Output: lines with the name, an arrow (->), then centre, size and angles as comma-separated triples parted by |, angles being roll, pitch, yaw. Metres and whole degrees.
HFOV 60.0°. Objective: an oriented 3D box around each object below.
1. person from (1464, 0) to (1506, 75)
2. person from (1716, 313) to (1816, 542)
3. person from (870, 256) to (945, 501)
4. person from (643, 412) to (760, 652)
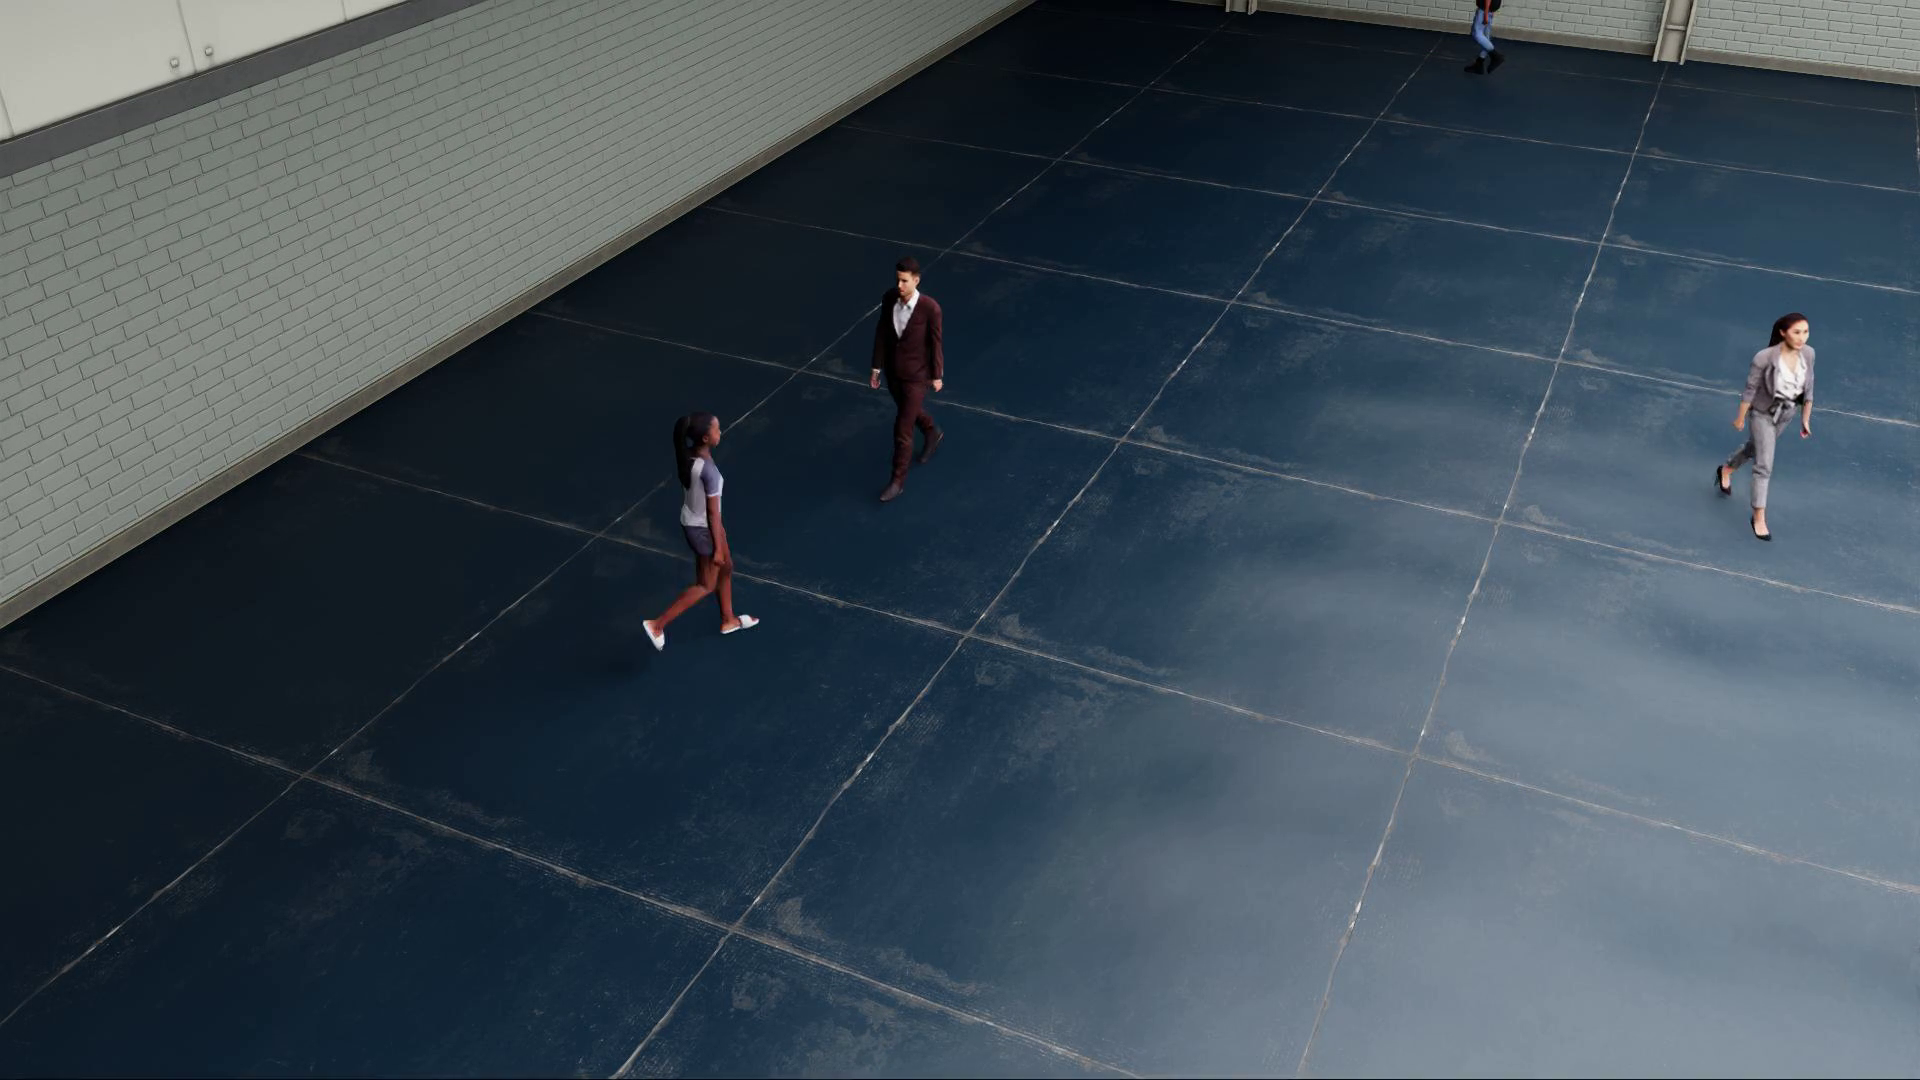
person -> 6.895, -6.833, 21.462 | 0.784, 1.691, 0.618 | 19, 37, 28
person -> 5.856, -0.906, 12.122 | 1.119, 1.631, 1.101 | -6, 33, -10
person -> -0.357, -1.296, 12.547 | 1.221, 1.839, 0.871 | 20, 37, 28
person -> -1.718, -0.011, 10.643 | 1.087, 1.696, 1.077 | -16, 36, -24
